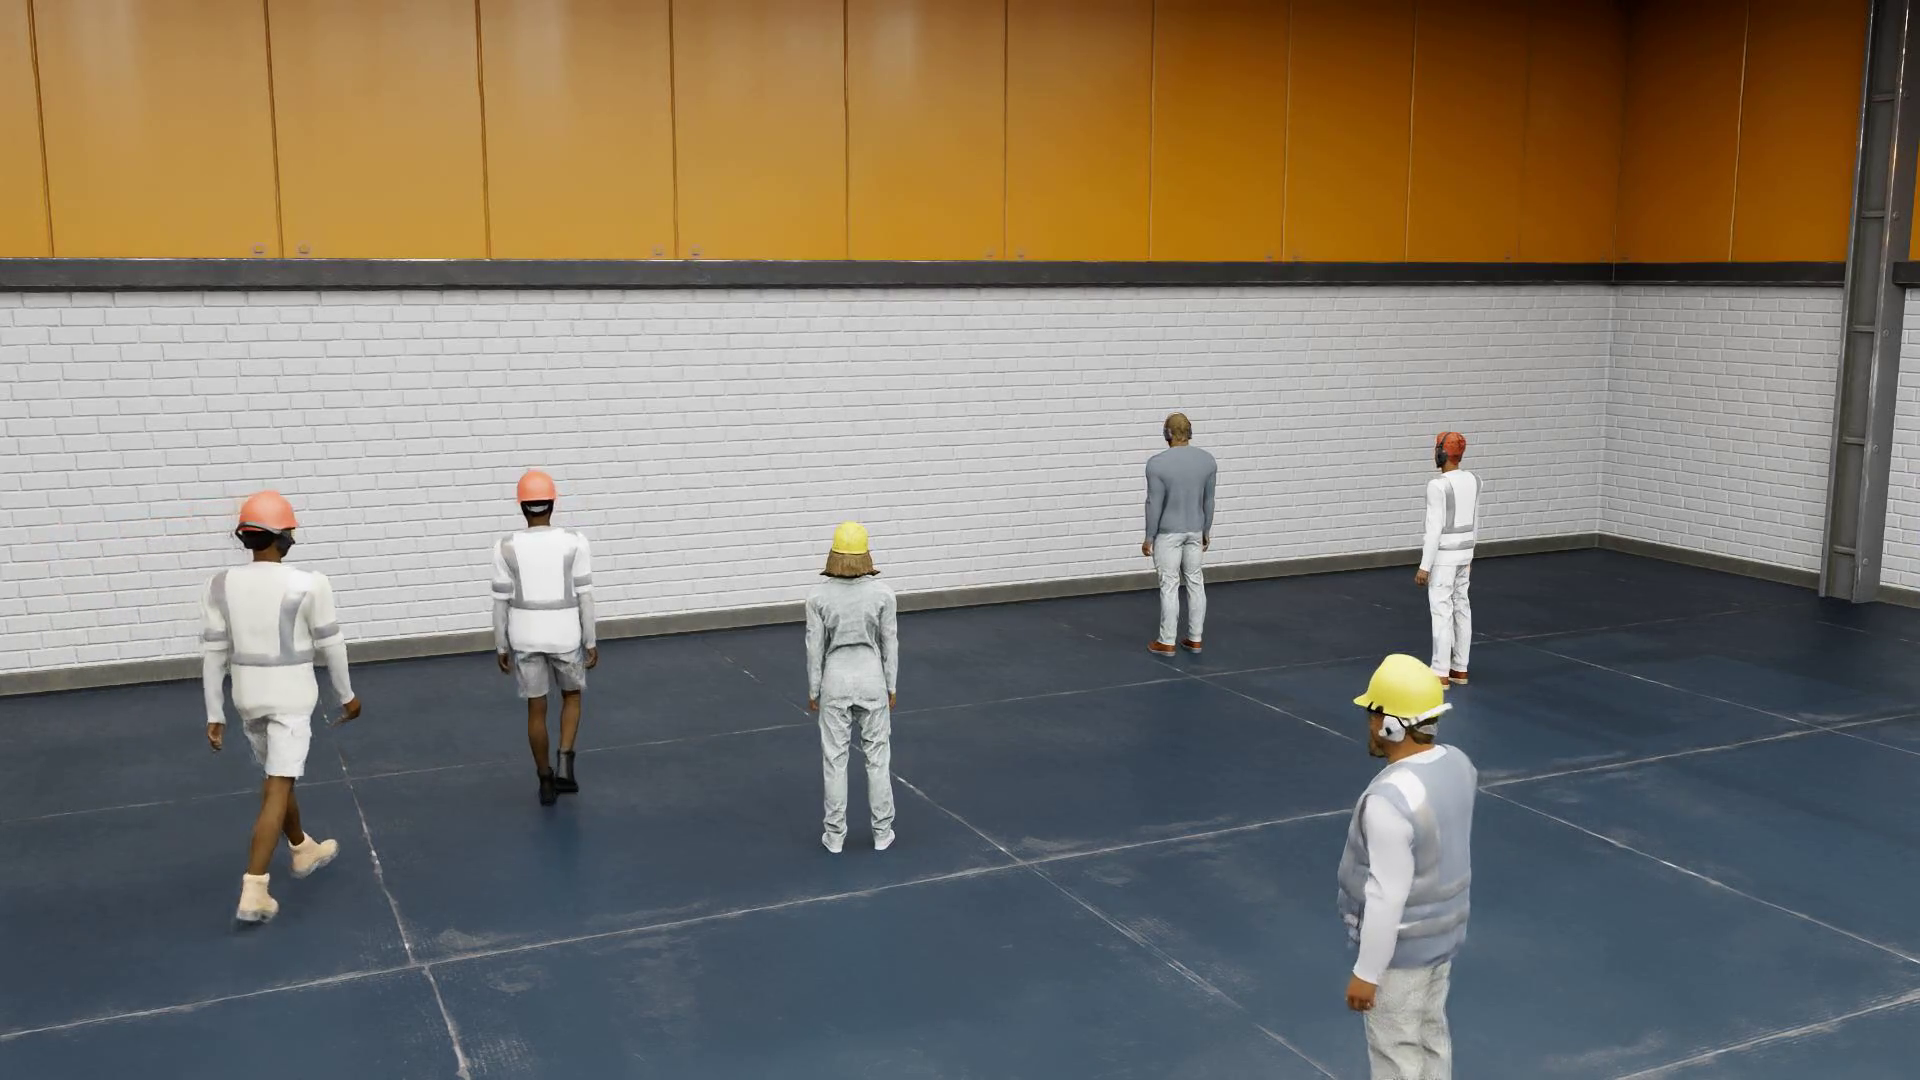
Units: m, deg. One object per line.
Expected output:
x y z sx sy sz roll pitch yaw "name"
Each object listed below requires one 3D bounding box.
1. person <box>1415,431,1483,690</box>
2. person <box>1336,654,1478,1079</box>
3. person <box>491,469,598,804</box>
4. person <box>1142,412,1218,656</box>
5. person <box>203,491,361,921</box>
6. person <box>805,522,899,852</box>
3.553 0.149 12.134 0.573 1.883 0.353 -7 12 -37 "person"
1.416 1.268 5.349 0.403 1.831 0.596 7 12 38 "person"
-2.363 0.556 9.478 0.582 1.921 0.404 -2 9 -11 "person"
1.725 -0.043 13.173 0.627 1.934 0.372 -4 10 -24 "person"
-3.290 0.768 7.972 0.616 2.001 1.034 2 9 9 "person"
-0.563 0.769 8.718 0.483 1.745 0.301 -1 9 -6 "person"
